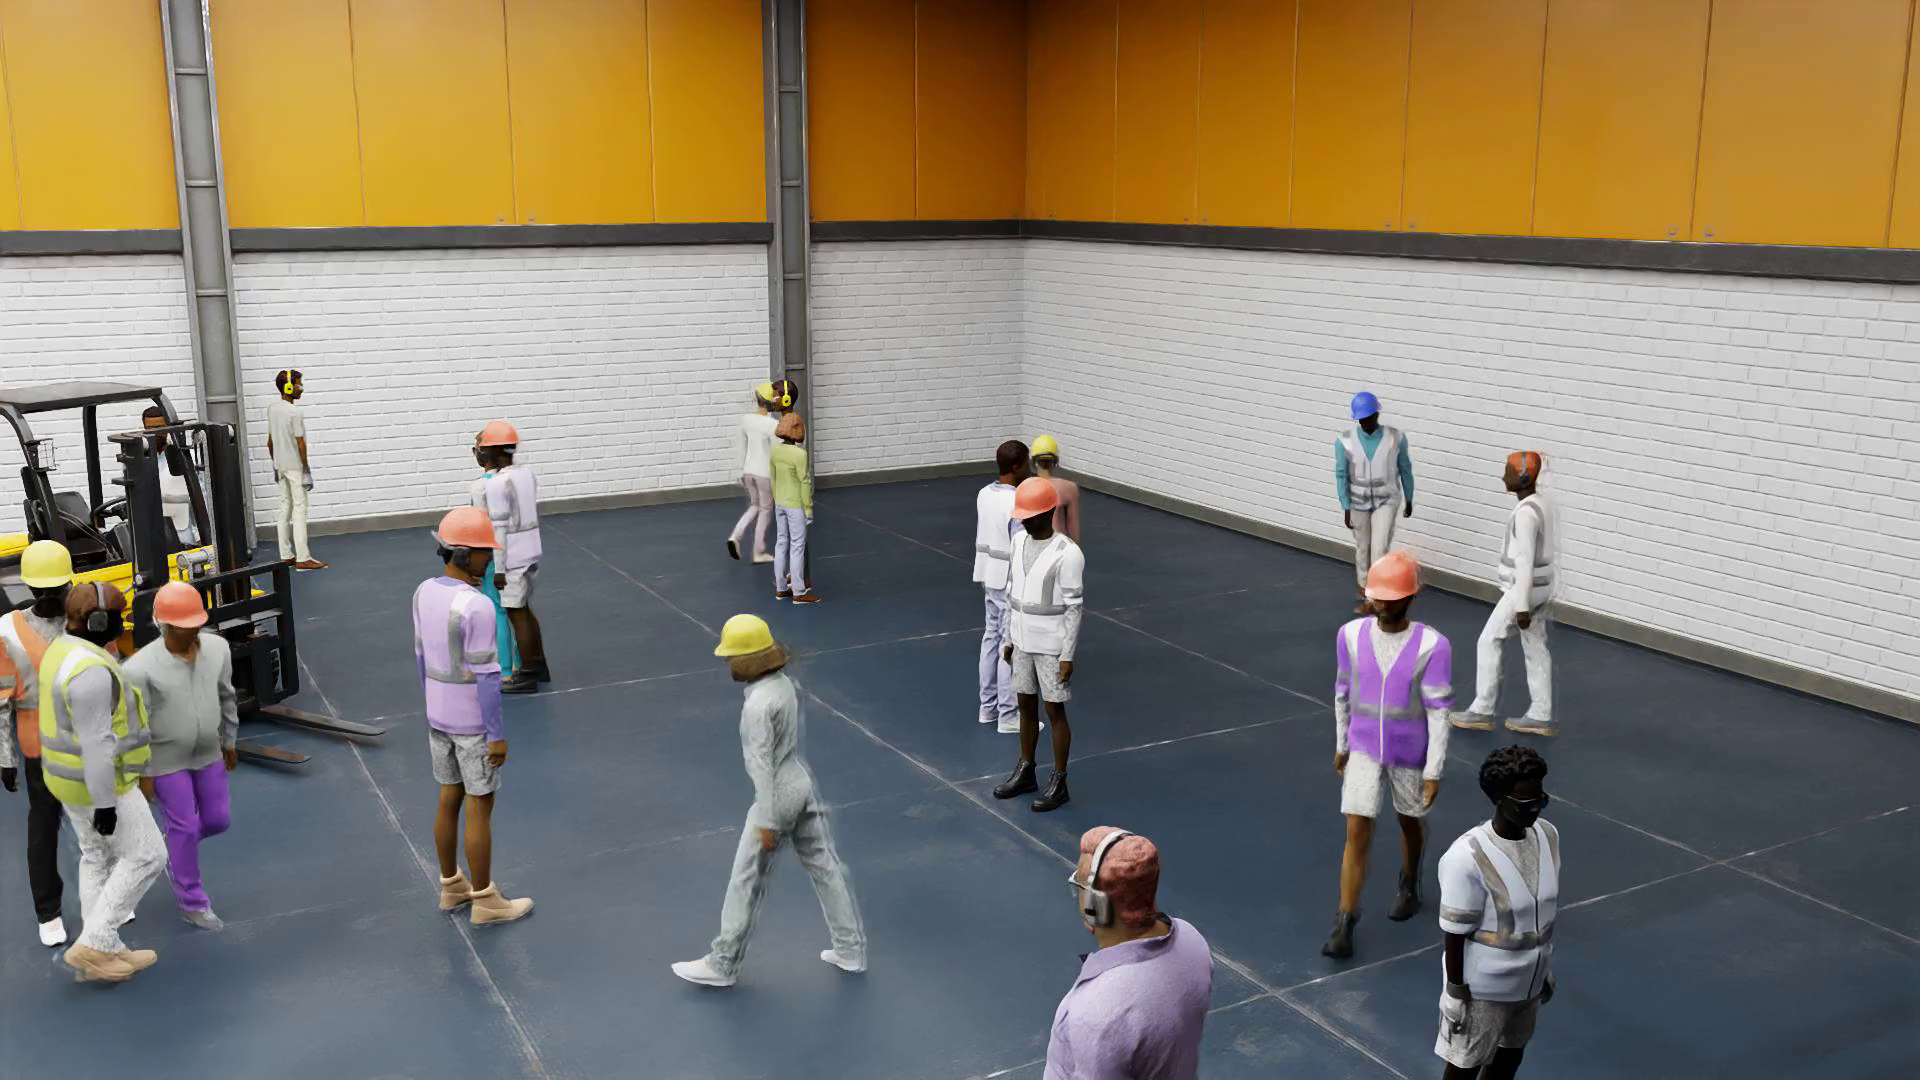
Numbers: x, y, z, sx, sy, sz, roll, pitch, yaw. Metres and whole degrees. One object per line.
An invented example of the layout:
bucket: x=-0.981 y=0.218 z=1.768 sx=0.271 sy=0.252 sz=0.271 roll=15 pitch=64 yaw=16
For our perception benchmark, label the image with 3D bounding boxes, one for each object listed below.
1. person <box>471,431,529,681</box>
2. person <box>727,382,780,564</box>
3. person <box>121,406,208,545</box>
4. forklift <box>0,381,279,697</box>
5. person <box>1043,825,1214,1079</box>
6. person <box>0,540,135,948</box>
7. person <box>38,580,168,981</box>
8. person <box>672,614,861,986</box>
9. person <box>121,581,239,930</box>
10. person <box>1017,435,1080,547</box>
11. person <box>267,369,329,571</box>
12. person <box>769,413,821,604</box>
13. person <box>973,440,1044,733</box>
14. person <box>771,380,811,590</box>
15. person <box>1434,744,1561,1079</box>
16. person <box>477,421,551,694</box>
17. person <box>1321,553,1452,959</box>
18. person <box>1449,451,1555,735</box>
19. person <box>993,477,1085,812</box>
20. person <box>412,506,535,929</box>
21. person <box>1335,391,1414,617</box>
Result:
person: x=-3.274 y=0.131 z=11.808 sx=0.343 sy=1.847 sz=0.507 roll=6 pitch=13 yaw=24
person: x=-1.885 y=-0.607 z=15.529 sx=0.536 sy=1.738 sz=0.509 roll=11 pitch=16 yaw=41
person: x=-5.963 y=-0.056 z=12.506 sx=0.596 sy=1.921 sz=0.386 roll=-2 pitch=12 yaw=-8
forklift: x=-5.853 y=0.085 z=11.199 sx=2.313 sy=2.155 sz=1.214 roll=7 pitch=14 yaw=28
person: x=0.415 y=1.676 z=4.428 sx=0.401 sy=1.904 sz=0.650 roll=7 pitch=14 yaw=29
person: x=-4.215 y=0.937 z=7.840 sx=0.372 sy=1.923 sz=0.595 roll=10 pitch=16 yaw=39
person: x=-3.825 y=1.083 z=7.406 sx=0.438 sy=1.819 sz=0.645 roll=-10 pitch=16 yaw=-39
person: x=-0.861 y=1.156 z=7.368 sx=0.876 sy=1.690 sz=0.570 roll=2 pitch=12 yaw=8
person: x=-3.757 y=1.009 z=7.999 sx=0.604 sy=1.724 sz=0.564 roll=8 pitch=14 yaw=32
person: x=0.625 y=0.081 z=12.348 sx=0.545 sy=1.720 sz=0.920 roll=0 pitch=12 yaw=-1
person: x=-6.178 y=-0.644 z=15.402 sx=0.514 sy=1.863 sz=0.327 roll=8 pitch=15 yaw=34
person: x=-1.429 y=-0.273 z=14.206 sx=0.289 sy=1.633 sz=0.498 roll=-11 pitch=16 yaw=-42
person: x=0.297 y=0.301 z=10.844 sx=0.376 sy=1.915 sz=0.600 roll=-6 pitch=13 yaw=-25
person: x=-1.486 y=-0.472 z=14.577 sx=0.313 sy=1.869 sz=0.528 roll=-3 pitch=12 yaw=-12
person: x=1.842 y=1.509 z=5.697 sx=0.541 sy=1.695 sz=0.316 roll=-8 pitch=14 yaw=-33
person: x=-3.162 y=0.122 z=11.704 sx=0.458 sy=1.918 sz=0.547 roll=3 pitch=12 yaw=14
person: x=1.992 y=0.979 z=7.758 sx=0.562 sy=1.877 sz=1.039 roll=7 pitch=14 yaw=28
person: x=3.554 y=0.334 z=10.812 sx=0.776 sy=1.852 sz=0.600 roll=8 pitch=14 yaw=32
person: x=0.441 y=0.587 z=9.479 sx=0.371 sy=1.928 sz=0.543 roll=-11 pitch=16 yaw=-42
person: x=-2.358 y=0.845 z=8.013 sx=0.609 sy=2.036 sz=0.403 roll=11 pitch=16 yaw=42
person: x=3.441 y=-0.317 z=13.851 sx=0.631 sy=1.883 sz=0.854 roll=4 pitch=13 yaw=19
